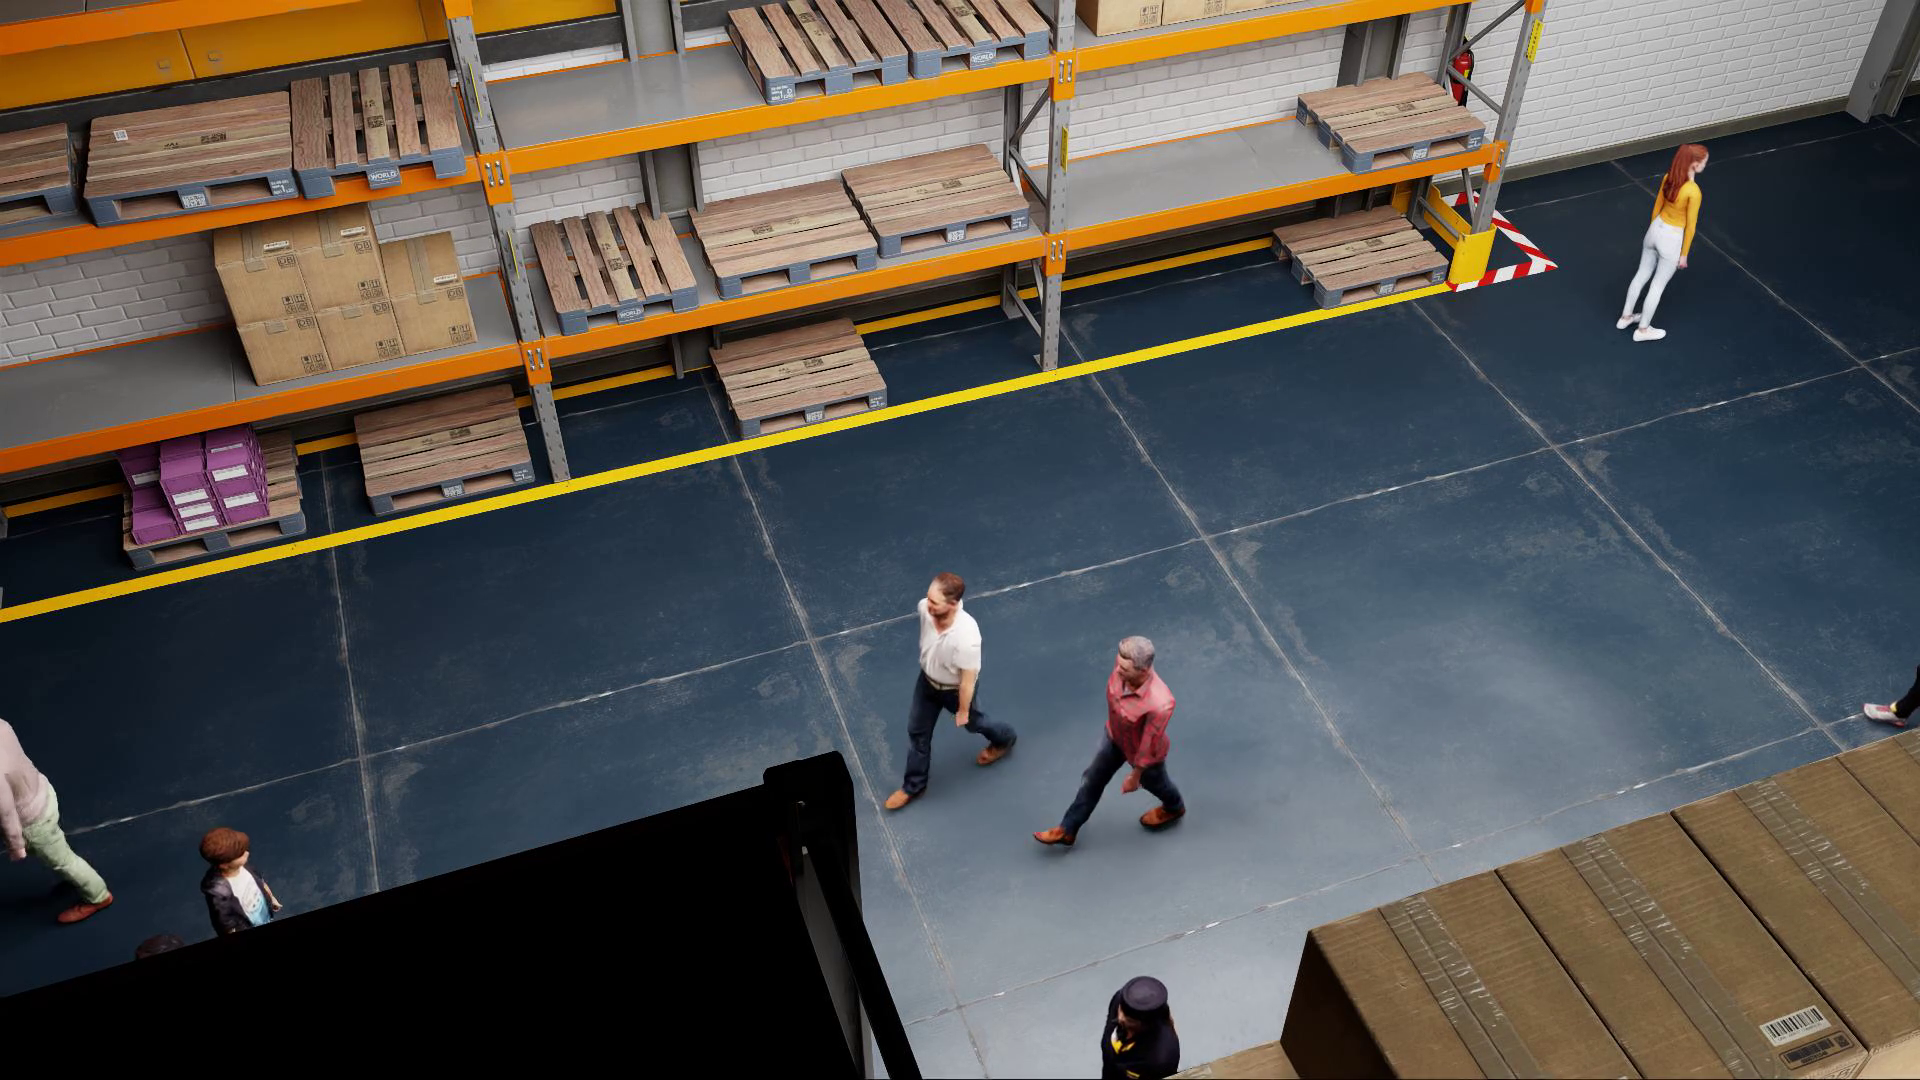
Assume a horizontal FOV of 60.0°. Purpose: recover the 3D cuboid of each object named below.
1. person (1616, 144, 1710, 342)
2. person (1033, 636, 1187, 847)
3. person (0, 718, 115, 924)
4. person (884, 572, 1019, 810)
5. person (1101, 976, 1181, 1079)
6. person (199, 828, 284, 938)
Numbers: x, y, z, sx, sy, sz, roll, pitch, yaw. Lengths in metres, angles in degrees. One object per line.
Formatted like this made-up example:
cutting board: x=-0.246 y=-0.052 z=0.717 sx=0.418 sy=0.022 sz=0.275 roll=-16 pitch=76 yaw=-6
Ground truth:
person: x=5.684 y=-2.404 z=13.409 sx=0.521 sy=1.748 sz=0.592 roll=-15 pitch=46 yaw=-16
person: x=1.106 y=1.165 z=9.644 sx=1.237 sy=1.775 sz=0.766 roll=-17 pitch=46 yaw=-17
person: x=-5.087 y=1.479 z=9.256 sx=0.665 sy=1.856 sz=0.704 roll=-18 pitch=46 yaw=-18
person: x=0.034 y=0.838 z=9.959 sx=1.297 sy=1.814 sz=0.924 roll=-27 pitch=50 yaw=-26
person: x=0.933 y=2.677 z=8.153 sx=1.087 sy=1.643 sz=0.798 roll=-22 pitch=48 yaw=-21
person: x=-3.876 y=2.056 z=8.953 sx=0.644 sy=1.438 sz=0.623 roll=0 pitch=44 yaw=0
